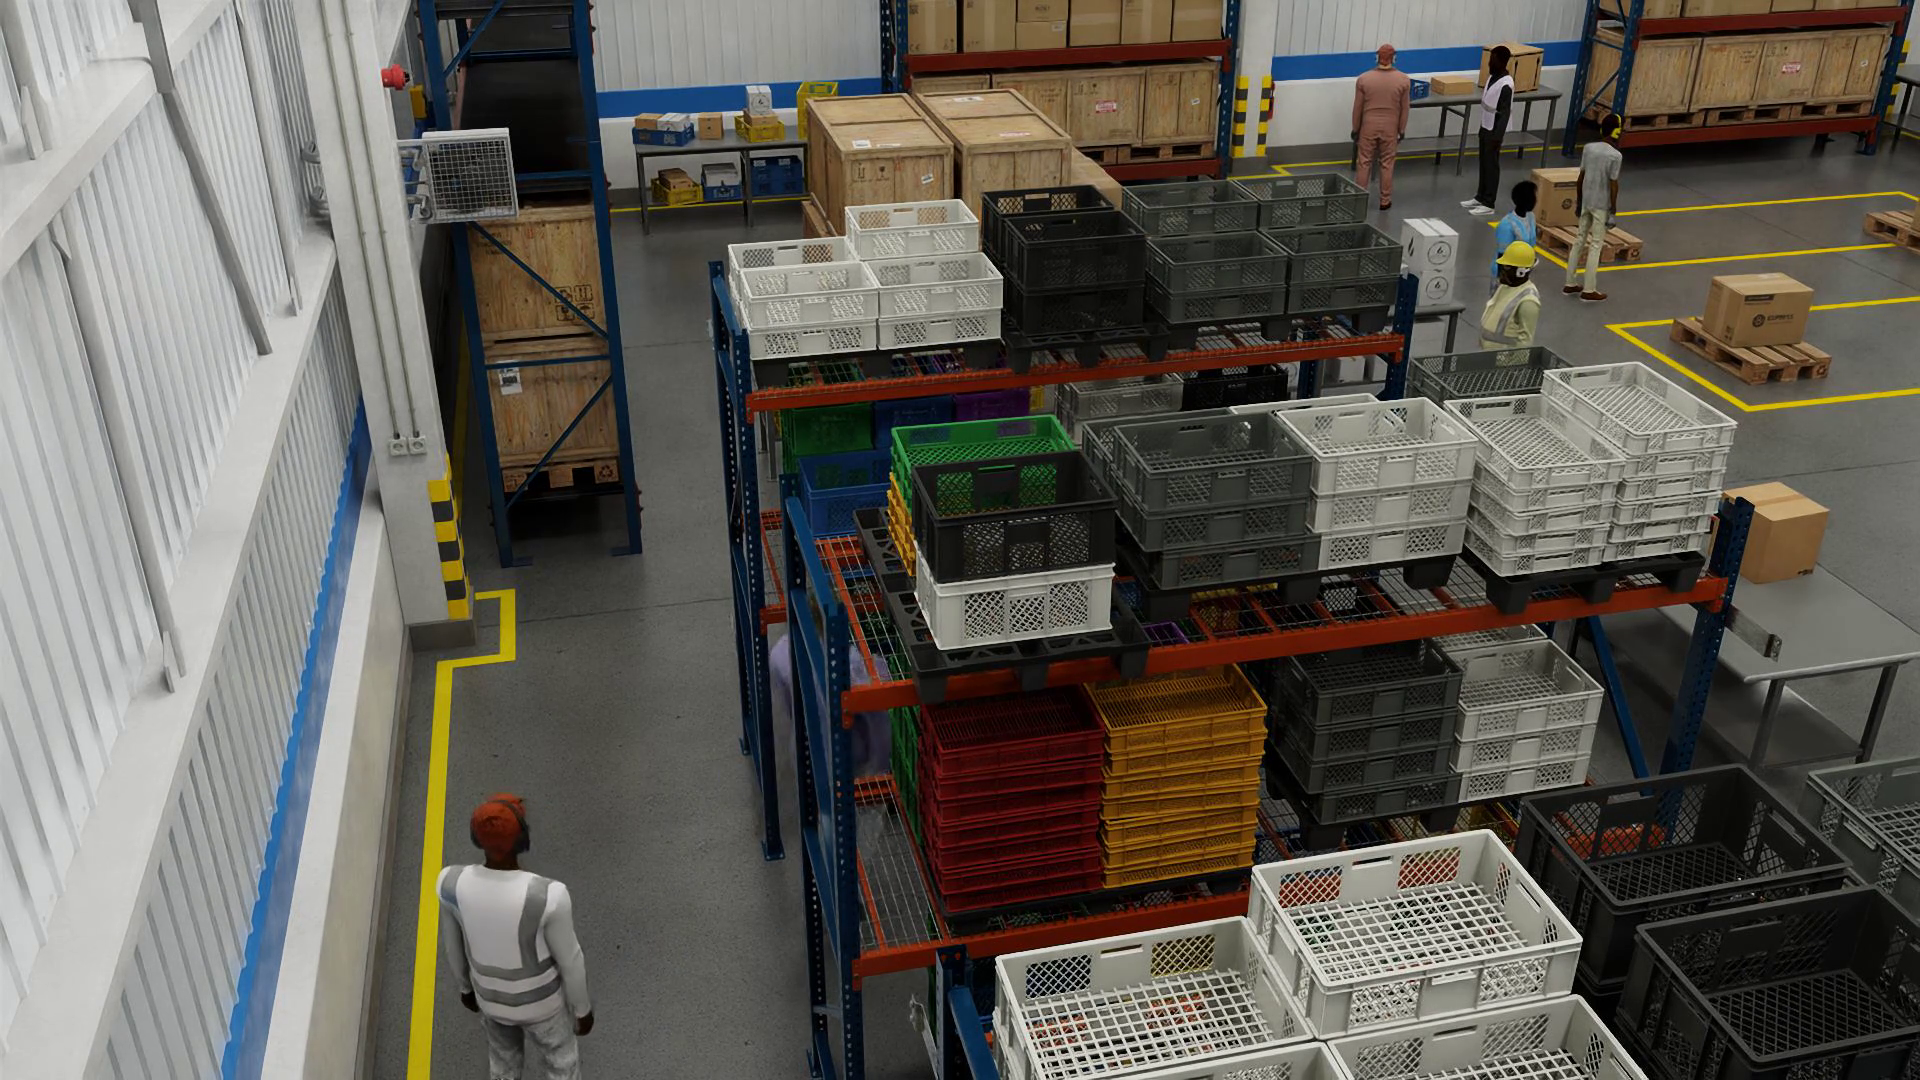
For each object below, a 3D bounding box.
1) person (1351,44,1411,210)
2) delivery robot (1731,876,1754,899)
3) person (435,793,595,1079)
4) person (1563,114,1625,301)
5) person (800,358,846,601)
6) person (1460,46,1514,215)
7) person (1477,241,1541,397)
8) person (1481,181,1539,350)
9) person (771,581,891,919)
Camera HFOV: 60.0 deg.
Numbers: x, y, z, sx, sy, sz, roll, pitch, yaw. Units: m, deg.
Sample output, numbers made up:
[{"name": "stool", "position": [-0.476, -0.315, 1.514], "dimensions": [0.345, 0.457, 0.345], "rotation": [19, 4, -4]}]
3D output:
[{"name": "person", "position": [4.888, -4.812, 19.411], "dimensions": [0.639, 1.904, 0.407], "rotation": [6, 28, 11]}, {"name": "delivery robot", "position": [3.781, 1.837, 8.133], "dimensions": [0.707, 0.478, 0.477], "rotation": [21, 34, 34]}, {"name": "person", "position": [-1.791, 1.852, 6.804], "dimensions": [0.607, 1.880, 0.371], "rotation": [8, 29, 14]}, {"name": "person", "position": [6.368, -3.327, 16.633], "dimensions": [0.328, 1.865, 0.518], "rotation": [-14, 31, -24]}, {"name": "person", "position": [-0.855, -0.479, 11.266], "dimensions": [0.668, 1.827, 0.636], "rotation": [25, 37, 38]}, {"name": "person", "position": [6.174, -4.752, 19.277], "dimensions": [0.382, 1.918, 0.597], "rotation": [-1, 28, -1]}, {"name": "person", "position": [4.293, -1.470, 13.142], "dimensions": [0.403, 1.834, 0.589], "rotation": [-1, 28, -2]}, {"name": "person", "position": [5.012, -2.431, 15.118], "dimensions": [0.319, 1.691, 0.567], "rotation": [24, 36, 38]}, {"name": "person", "position": [-0.599, 1.040, 8.283], "dimensions": [0.648, 1.922, 0.475], "rotation": [10, 29, 18]}]
